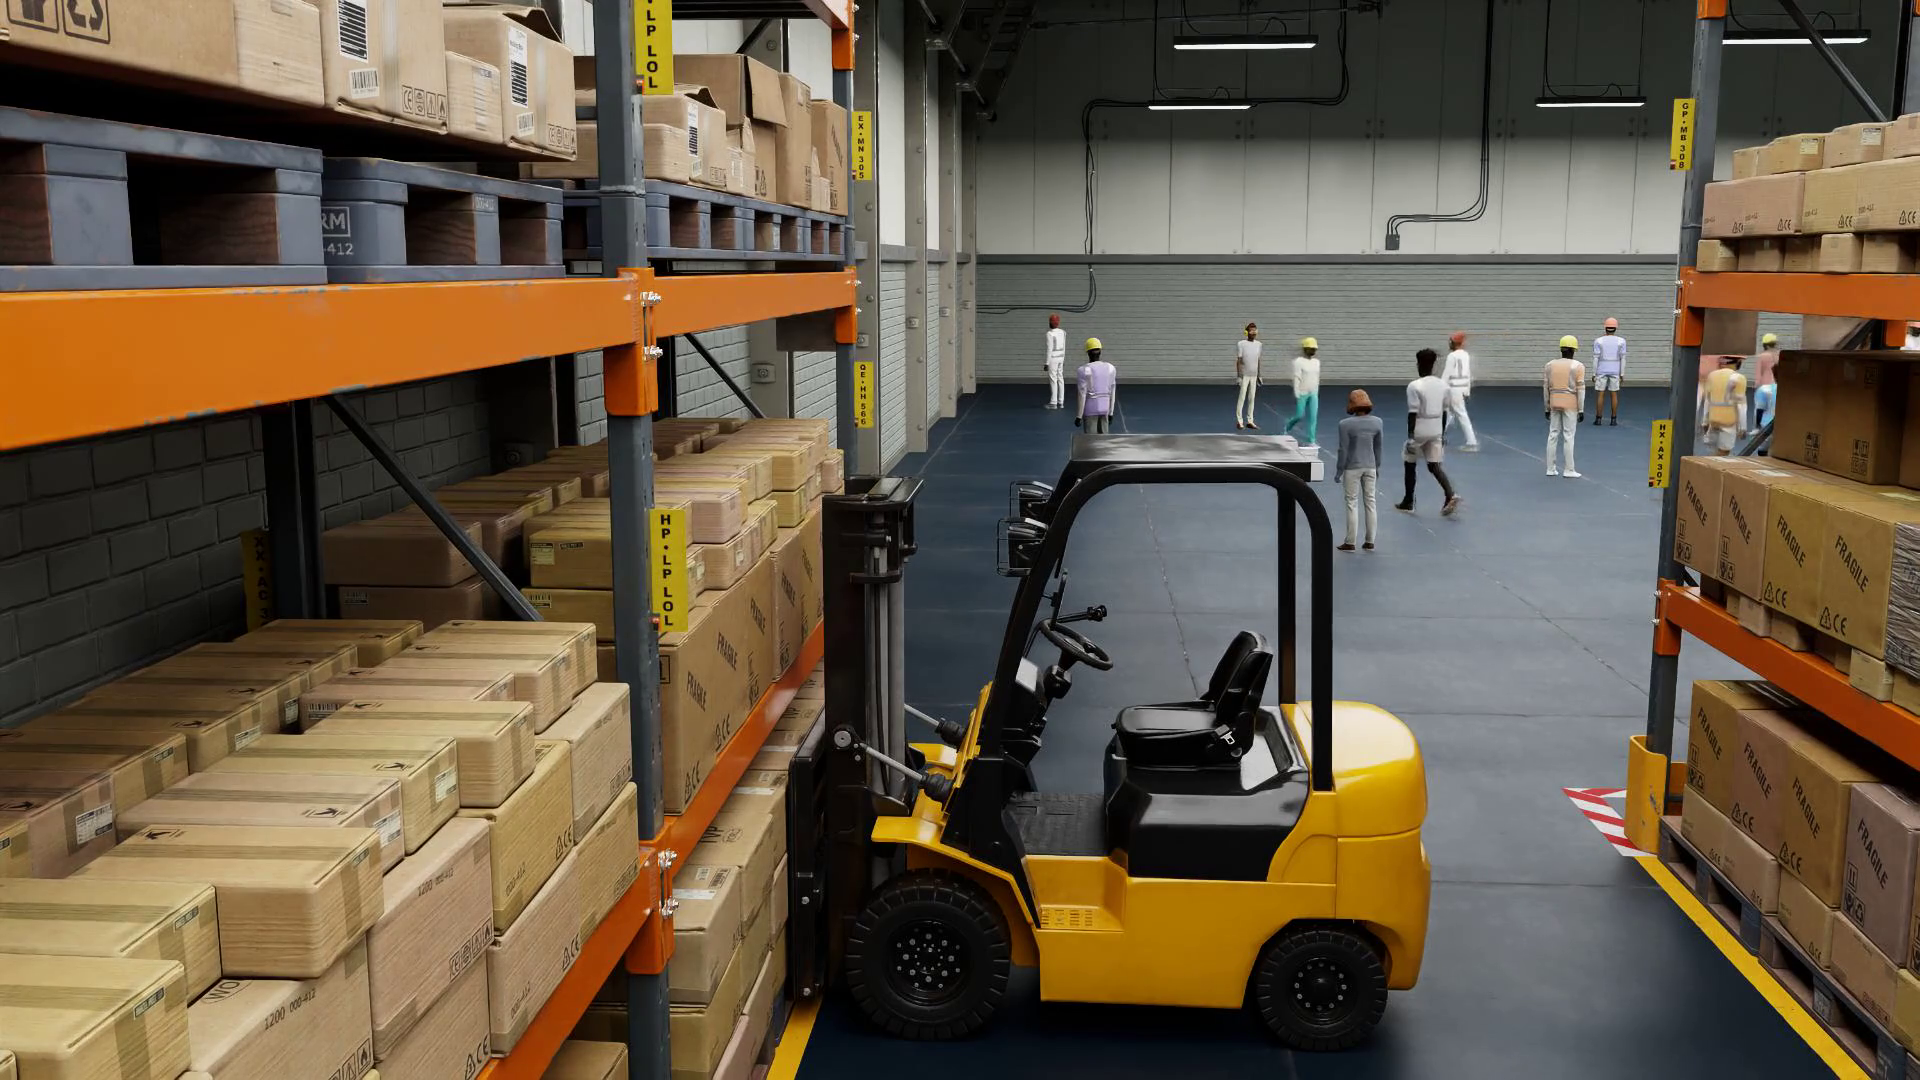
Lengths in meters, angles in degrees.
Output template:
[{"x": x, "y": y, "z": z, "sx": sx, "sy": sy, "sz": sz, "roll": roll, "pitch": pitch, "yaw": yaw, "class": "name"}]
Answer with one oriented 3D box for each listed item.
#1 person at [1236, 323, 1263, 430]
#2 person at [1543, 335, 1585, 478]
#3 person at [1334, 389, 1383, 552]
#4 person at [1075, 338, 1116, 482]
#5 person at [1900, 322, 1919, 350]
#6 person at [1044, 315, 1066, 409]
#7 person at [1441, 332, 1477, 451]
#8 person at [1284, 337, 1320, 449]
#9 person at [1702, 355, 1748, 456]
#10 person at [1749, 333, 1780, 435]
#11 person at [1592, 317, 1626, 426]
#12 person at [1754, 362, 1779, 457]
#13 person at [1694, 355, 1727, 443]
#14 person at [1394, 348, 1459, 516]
[{"x": 5.063, "y": -2.861, "z": 29.092, "sx": 0.518, "sy": 1.874, "sz": 0.326, "roll": -4, "pitch": 10, "yaw": -25, "class": "person"}, {"x": 8.188, "y": -1.806, "z": 22.529, "sx": 0.364, "sy": 1.927, "sz": 0.585, "roll": -8, "pitch": 12, "yaw": -41, "class": "person"}, {"x": 3.993, "y": -0.692, "z": 16.665, "sx": 0.499, "sy": 1.633, "sz": 0.280, "roll": -3, "pitch": 10, "yaw": -17, "class": "person"}, {"x": 1.764, "y": -1.686, "z": 21.832, "sx": 0.585, "sy": 1.917, "sz": 0.382, "roll": -5, "pitch": 11, "yaw": -29, "class": "person"}, {"x": 17.688, "y": -3.185, "z": 30.895, "sx": 0.551, "sy": 1.921, "sz": 0.449, "roll": 0, "pitch": 9, "yaw": 0, "class": "person"}, {"x": 1.897, "y": -3.570, "z": 33.351, "sx": 0.353, "sy": 1.883, "sz": 0.573, "roll": 8, "pitch": 12, "yaw": 39, "class": "person"}, {"x": 7.655, "y": -2.301, "z": 25.838, "sx": 1.001, "sy": 1.831, "sz": 0.582, "roll": 7, "pitch": 12, "yaw": 37, "class": "person"}, {"x": 5.423, "y": -2.321, "z": 26.170, "sx": 0.535, "sy": 1.750, "sz": 0.643, "roll": -5, "pitch": 10, "yaw": -26, "class": "person"}, {"x": 9.412, "y": -1.449, "z": 20.396, "sx": 0.494, "sy": 1.915, "sz": 0.567, "roll": -3, "pitch": 10, "yaw": -18, "class": "person"}, {"x": 13.561, "y": -2.595, "z": 27.855, "sx": 0.531, "sy": 1.748, "sz": 0.716, "roll": -1, "pitch": 9, "yaw": -3, "class": "person"}, {"x": 11.607, "y": -3.009, "z": 29.789, "sx": 0.552, "sy": 1.936, "sz": 0.359, "roll": 2, "pitch": 10, "yaw": 13, "class": "person"}, {"x": 10.205, "y": -1.394, "z": 20.815, "sx": 0.550, "sy": 1.659, "sz": 0.788, "roll": 2, "pitch": 10, "yaw": 12, "class": "person"}, {"x": 12.048, "y": -2.549, "z": 26.875, "sx": 0.625, "sy": 1.974, "sz": 0.509, "roll": 2, "pitch": 10, "yaw": 14, "class": "person"}, {"x": 5.374, "y": -1.231, "z": 19.039, "sx": 0.606, "sy": 1.936, "sz": 0.876, "roll": -4, "pitch": 10, "yaw": -25, "class": "person"}]
